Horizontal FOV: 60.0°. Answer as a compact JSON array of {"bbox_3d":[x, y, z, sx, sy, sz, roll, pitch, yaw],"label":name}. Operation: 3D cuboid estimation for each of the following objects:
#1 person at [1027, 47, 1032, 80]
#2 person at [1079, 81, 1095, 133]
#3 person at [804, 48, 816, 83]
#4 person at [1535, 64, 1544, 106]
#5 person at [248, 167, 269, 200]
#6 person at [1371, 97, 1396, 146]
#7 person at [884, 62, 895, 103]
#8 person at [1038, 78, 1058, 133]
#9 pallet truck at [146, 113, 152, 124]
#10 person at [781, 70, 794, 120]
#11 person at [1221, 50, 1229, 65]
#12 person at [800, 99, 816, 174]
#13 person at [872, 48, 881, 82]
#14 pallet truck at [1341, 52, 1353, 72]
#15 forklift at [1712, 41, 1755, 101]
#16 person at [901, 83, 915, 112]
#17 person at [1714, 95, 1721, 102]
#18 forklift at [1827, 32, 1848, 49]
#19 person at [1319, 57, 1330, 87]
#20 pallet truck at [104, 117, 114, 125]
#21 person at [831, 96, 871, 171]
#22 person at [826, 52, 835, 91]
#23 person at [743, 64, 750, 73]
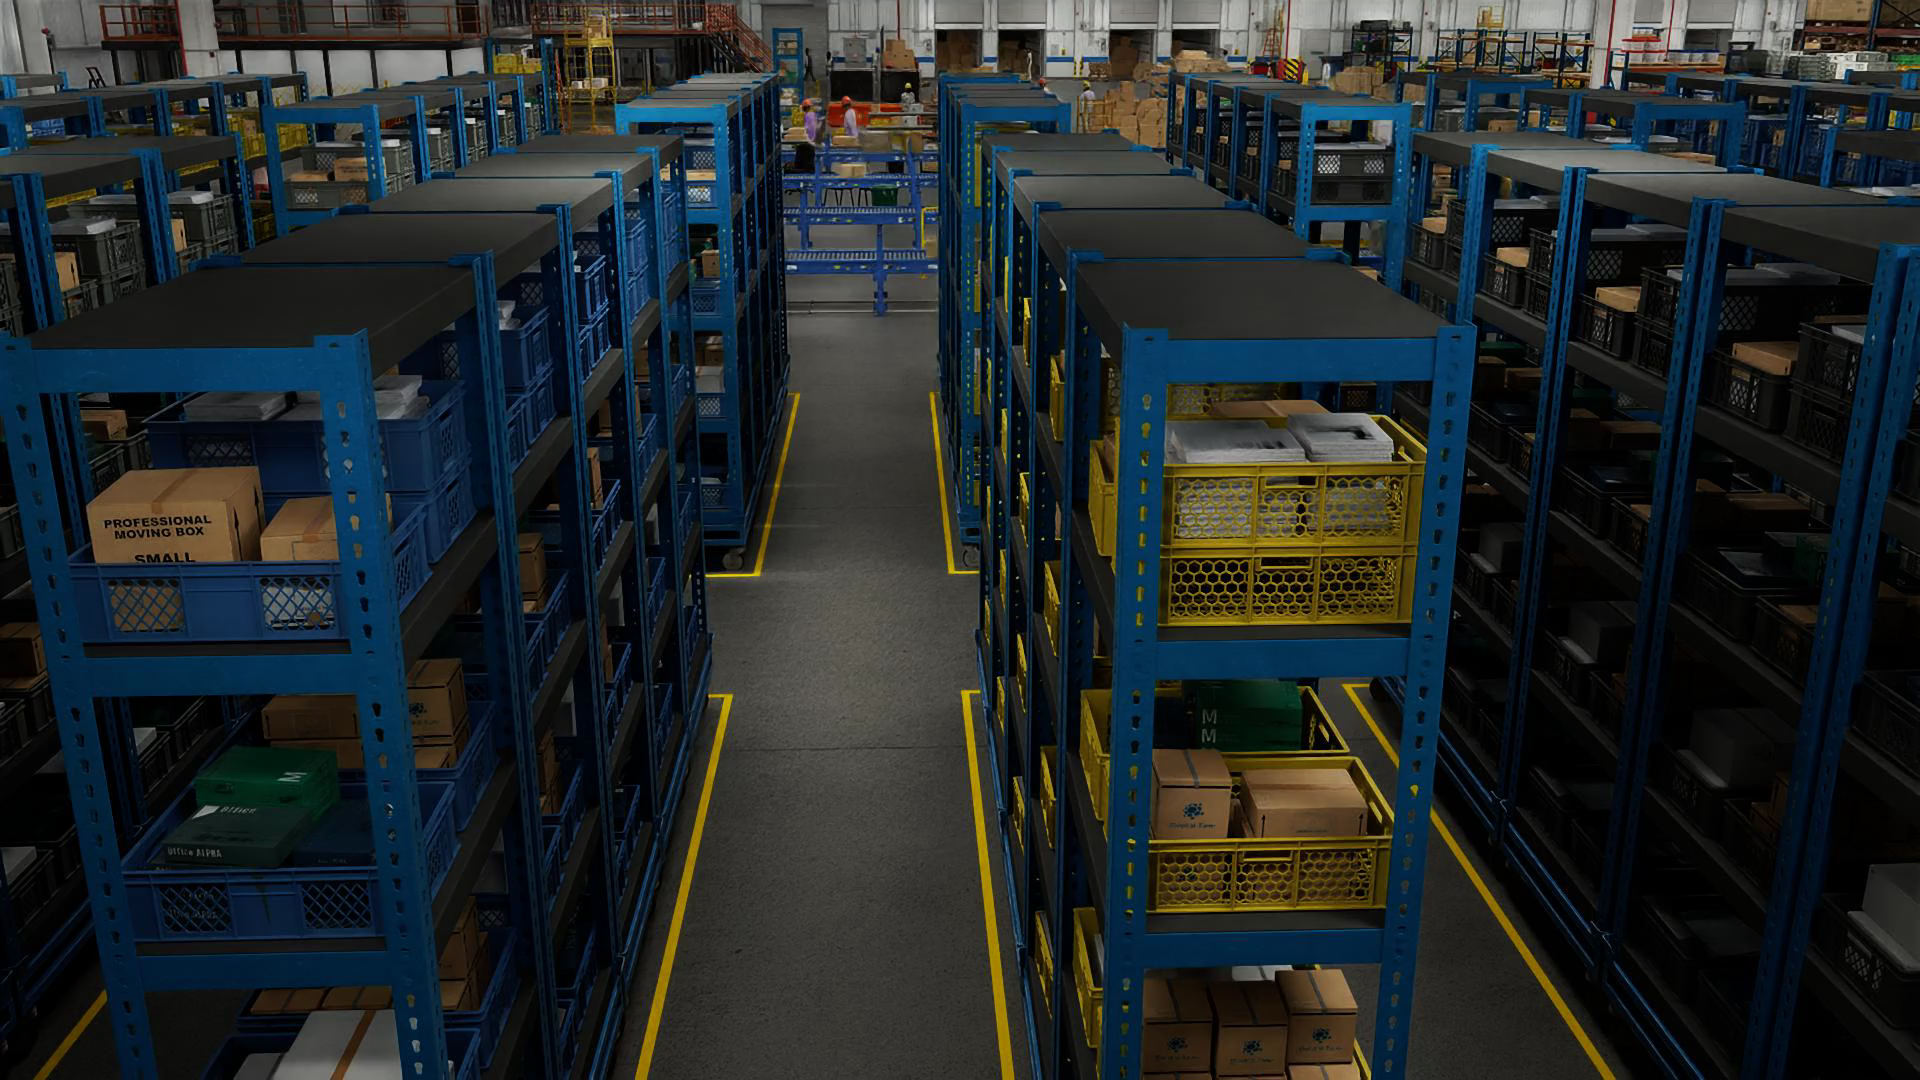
[{"bbox_3d":[3.916,-27.079,94.670,0.328,1.876,0.513,2,18,6],"label":"person"},{"bbox_3d":[4.145,-14.091,54.543,0.588,1.835,0.403,-15,23,-38],"label":"person"},{"bbox_3d":[-8.484,-26.392,92.568,1.017,1.861,0.614,-6,19,-18],"label":"person"},{"bbox_3d":[24.084,-18.867,69.290,0.511,1.860,0.325,-9,20,-26],"label":"person"},{"bbox_3d":[-13.613,-6.937,32.514,0.530,1.768,0.312,0,18,-1],"label":"person"},{"bbox_3d":[11.281,-10.821,44.327,0.659,1.893,0.620,2,18,6],"label":"person"},{"bbox_3d":[-3.064,-19.227,70.308,0.579,1.908,0.809,16,24,40],"label":"person"},{"bbox_3d":[2.855,-14.101,54.386,0.691,1.956,0.641,0,18,0],"label":"person"},{"bbox_3d":[-18.087,-8.309,36.390,1.885,1.965,0.823,-1,18,-4],"label":"pallet truck"},{"bbox_3d":[-6.531,-16.978,63.494,0.928,1.835,0.586,-14,23,-37],"label":"person"},{"bbox_3d":[14.717,-26.461,92.880,0.917,1.811,0.623,12,21,33],"label":"person"},{"bbox_3d":[-4.038,-10.486,43.261,0.735,1.911,0.556,1,18,2],"label":"person"},{"bbox_3d":[-4.653,-26.757,93.669,0.639,1.894,0.693,13,22,34],"label":"person"},{"bbox_3d":[18.794,-23.123,82.231,0.823,1.965,1.885,-13,22,-35],"label":"pallet truck"},{"bbox_3d":[31.079,-18.508,66.536,1.129,2.768,1.873,-1,18,-2],"label":"forklift"},{"bbox_3d":[-1.719,-14.357,55.512,0.487,1.744,0.294,-8,20,-24],"label":"person"},{"bbox_3d":[21.679,-11.855,47.735,0.525,1.769,0.316,-16,24,-40],"label":"person"},{"bbox_3d":[46.023,-25.321,87.619,1.129,2.768,1.873,-1,18,-2],"label":"forklift"},{"bbox_3d":[17.043,-21.673,77.957,0.702,1.856,0.595,12,22,33],"label":"person"},{"bbox_3d":[-18.367,-7.885,35.078,1.885,1.965,0.823,1,18,2],"label":"pallet truck"},{"bbox_3d":[-2.842,-10.578,43.455,1.077,1.992,0.609,4,18,13],"label":"person"},{"bbox_3d":[-6.584,-23.772,84.382,0.383,1.915,0.596,-15,24,-40],"label":"person"},{"bbox_3d":[-8.899,-19.059,69.921,0.545,1.829,0.400,17,24,42],"label":"person"}]
